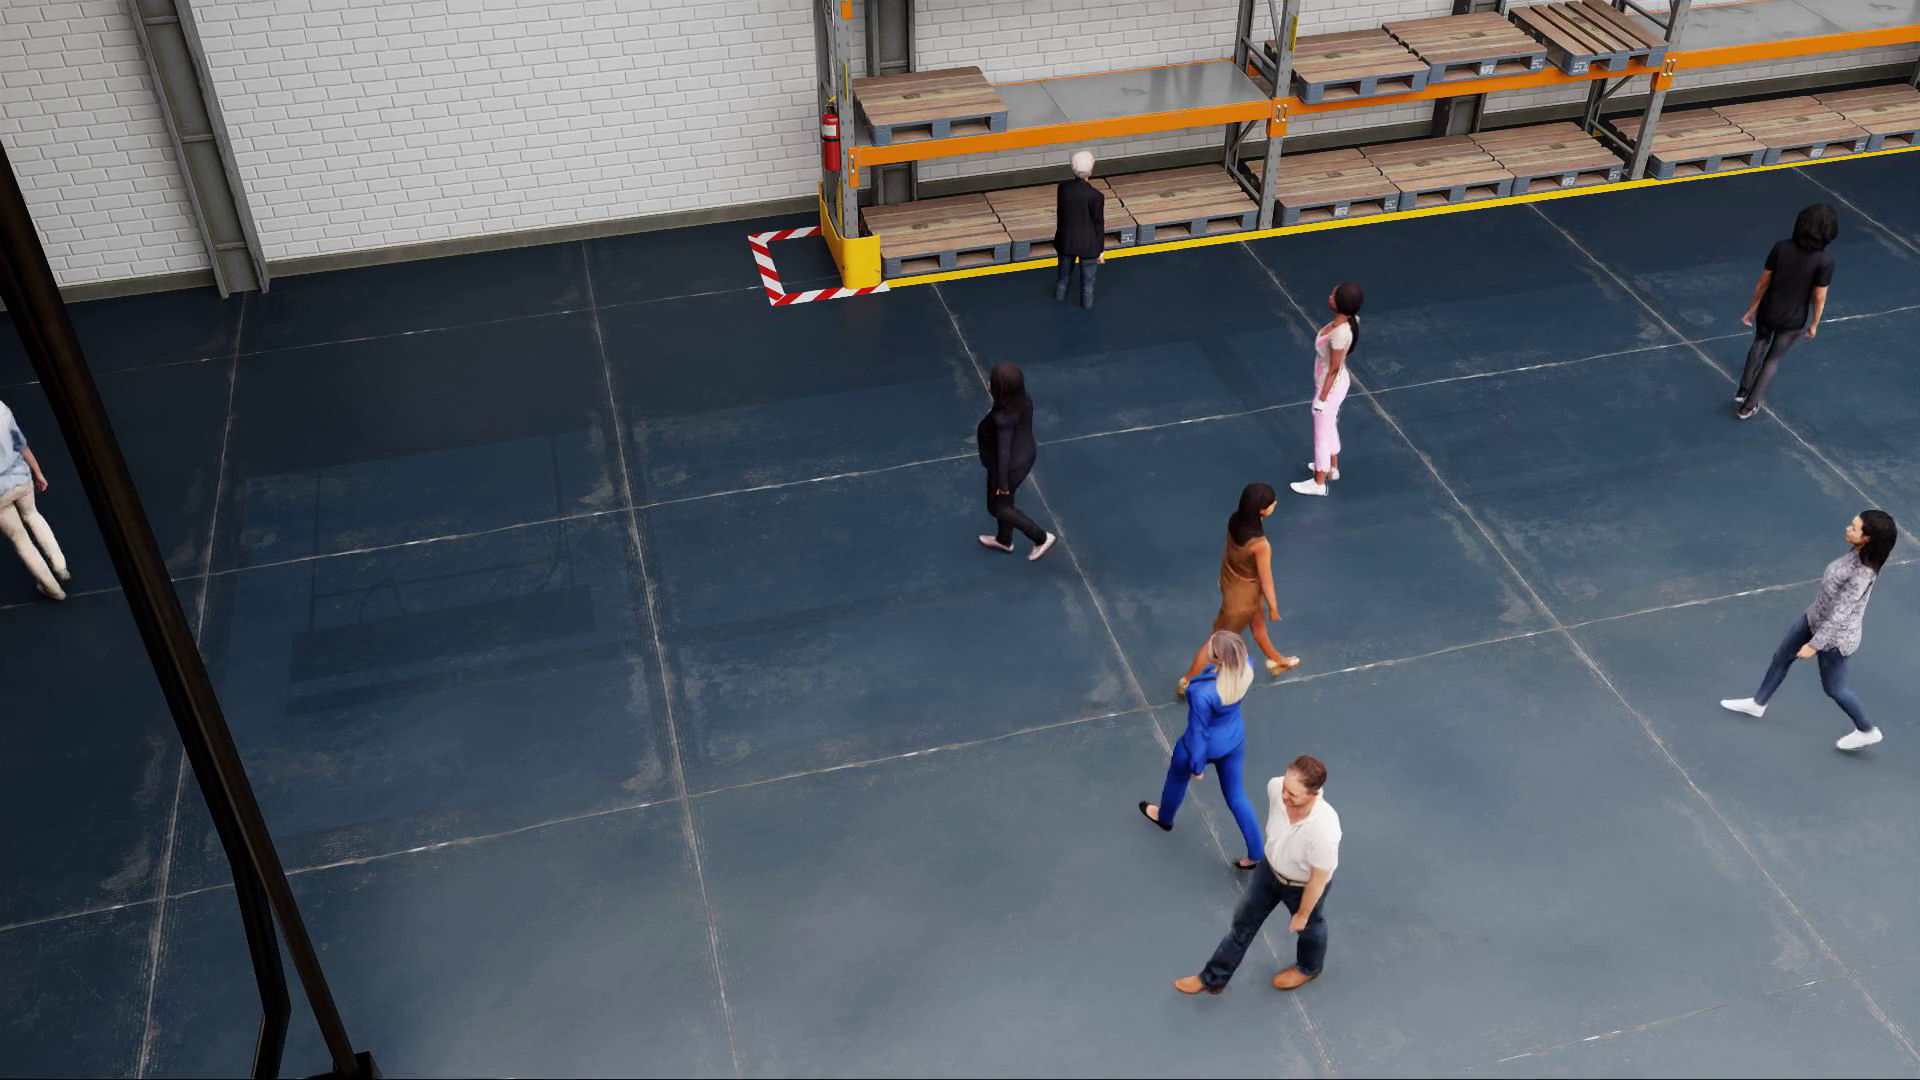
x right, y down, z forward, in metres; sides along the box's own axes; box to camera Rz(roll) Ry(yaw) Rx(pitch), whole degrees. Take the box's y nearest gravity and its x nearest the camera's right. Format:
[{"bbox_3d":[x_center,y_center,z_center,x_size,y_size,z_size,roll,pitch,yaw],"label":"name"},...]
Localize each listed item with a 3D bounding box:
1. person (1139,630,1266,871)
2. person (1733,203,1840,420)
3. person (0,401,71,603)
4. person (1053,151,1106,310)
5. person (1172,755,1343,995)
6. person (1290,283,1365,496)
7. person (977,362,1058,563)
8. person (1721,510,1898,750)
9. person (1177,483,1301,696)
[{"bbox_3d":[1.494,1.196,9.283,1.144,1.665,0.983,-26,45,-29],"label":"person"},{"bbox_3d":[6.296,-1.720,12.806,0.790,1.823,0.814,30,47,32],"label":"person"},{"bbox_3d":[-6.283,-0.319,11.042,0.854,1.835,0.783,23,44,26],"label":"person"},{"bbox_3d":[1.043,-2.529,14.497,0.825,1.780,0.786,22,44,25],"label":"person"},{"bbox_3d":[1.805,1.714,8.514,1.142,1.814,0.818,-16,41,-19],"label":"person"},{"bbox_3d":[2.708,-1.101,12.097,0.735,1.742,0.700,13,40,16],"label":"person"},{"bbox_3d":[0.421,-0.513,11.471,0.968,1.604,0.869,10,40,13],"label":"person"},{"bbox_3d":[5.339,0.576,10.029,1.199,1.701,1.014,12,40,15],"label":"person"},{"bbox_3d":[1.669,0.372,10.337,1.060,1.636,0.585,-9,39,-11],"label":"person"}]
